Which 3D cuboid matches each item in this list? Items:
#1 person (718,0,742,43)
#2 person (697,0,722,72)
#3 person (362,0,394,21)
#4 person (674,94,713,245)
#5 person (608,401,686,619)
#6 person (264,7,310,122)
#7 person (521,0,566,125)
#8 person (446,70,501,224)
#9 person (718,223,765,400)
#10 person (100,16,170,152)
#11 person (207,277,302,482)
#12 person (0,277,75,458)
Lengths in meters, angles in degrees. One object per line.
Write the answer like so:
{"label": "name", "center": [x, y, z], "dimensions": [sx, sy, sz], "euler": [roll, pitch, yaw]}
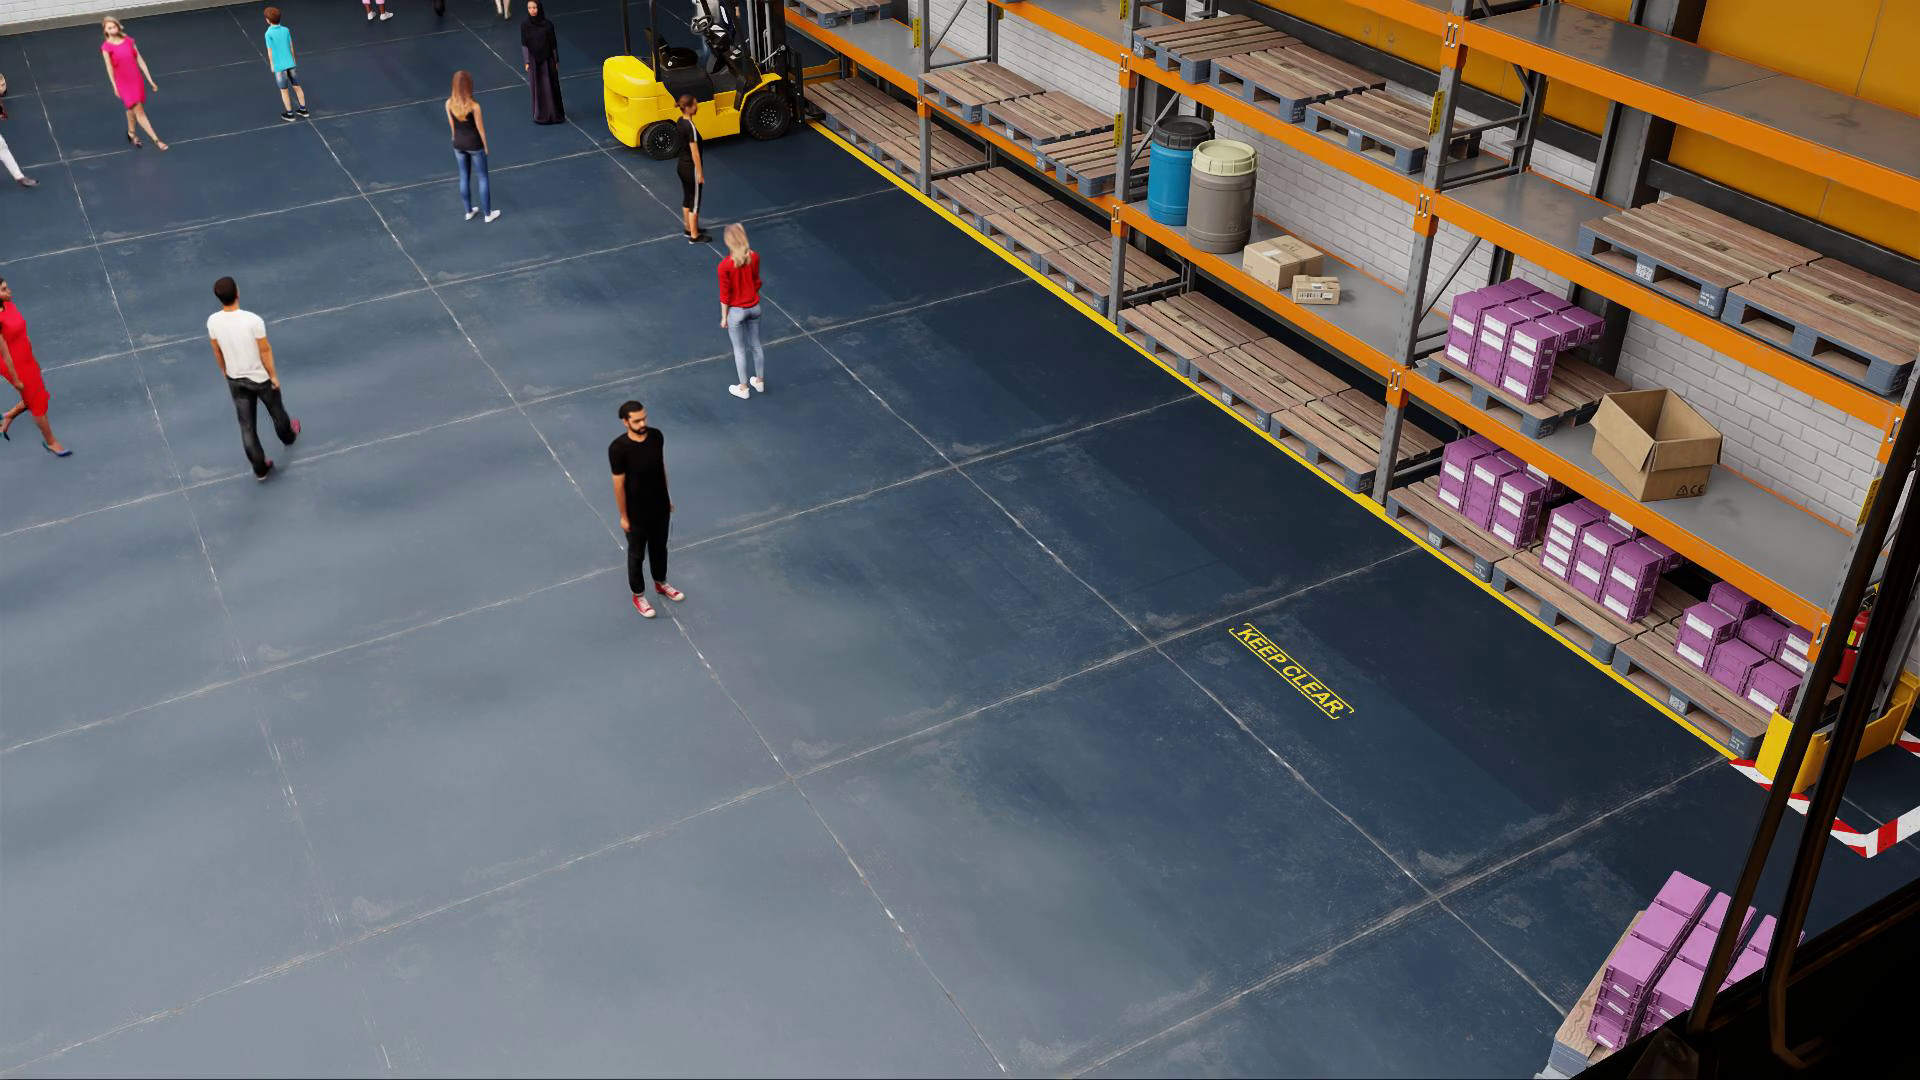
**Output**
{"label": "person", "center": [-3.279, -7.591, 23.572], "dimensions": [0.639, 1.699, 0.461], "euler": [-18, 37, -24]}
{"label": "person", "center": [-3.500, -7.155, 23.266], "dimensions": [0.543, 1.311, 0.582], "euler": [-2, 34, -2]}
{"label": "person", "center": [-9.082, -8.861, 25.442], "dimensions": [0.654, 1.743, 0.700], "euler": [6, 34, 9]}
{"label": "person", "center": [-2.986, -4.104, 18.355], "dimensions": [0.647, 1.667, 0.461], "euler": [-16, 37, -23]}
{"label": "person", "center": [-2.376, -0.263, 12.496], "dimensions": [0.677, 1.756, 0.698], "euler": [27, 42, 34]}
{"label": "person", "center": [-8.853, -6.249, 21.781], "dimensions": [0.594, 1.447, 0.583], "euler": [22, 39, 29]}
{"label": "person", "center": [-5.426, -6.232, 21.603], "dimensions": [0.704, 1.615, 0.728], "euler": [-1, 34, -2]}
{"label": "person", "center": [-5.559, -4.452, 18.827], "dimensions": [0.655, 1.723, 0.711], "euler": [7, 34, 11]}
{"label": "person", "center": [-2.002, -2.114, 15.325], "dimensions": [0.658, 1.706, 0.580], "euler": [-27, 42, -34]}
{"label": "person", "center": [-10.388, -5.679, 20.713], "dimensions": [1.153, 1.680, 0.915], "euler": [19, 38, 26]}
{"label": "person", "center": [-6.051, -1.332, 14.085], "dimensions": [0.955, 1.777, 1.148], "euler": [-2, 34, -3]}
{"label": "person", "center": [-8.186, -1.465, 14.331], "dimensions": [0.858, 1.727, 0.905], "euler": [-2, 34, -3]}
